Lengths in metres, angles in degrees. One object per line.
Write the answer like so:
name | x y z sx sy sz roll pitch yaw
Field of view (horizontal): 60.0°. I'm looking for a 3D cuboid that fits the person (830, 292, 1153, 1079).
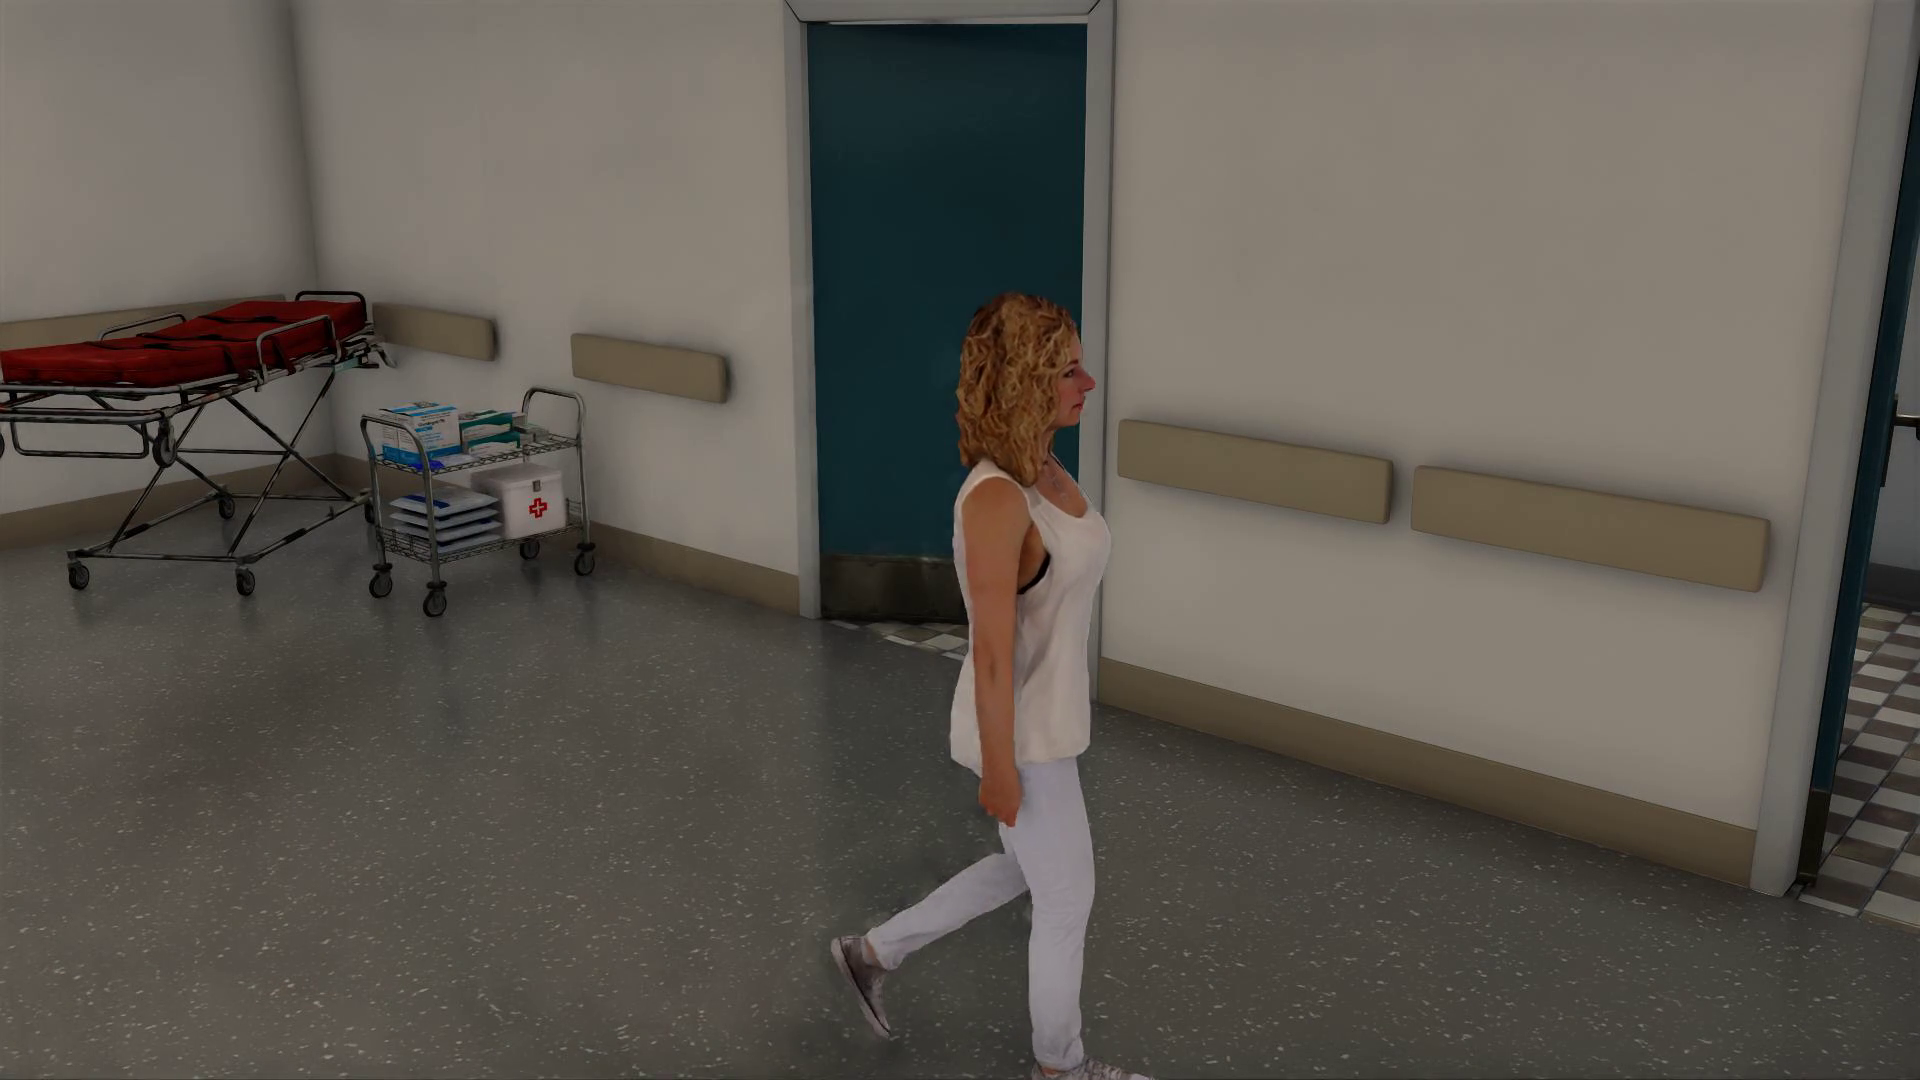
person | 0.052 0.346 3.285 1.032 1.651 0.874 3 16 11
